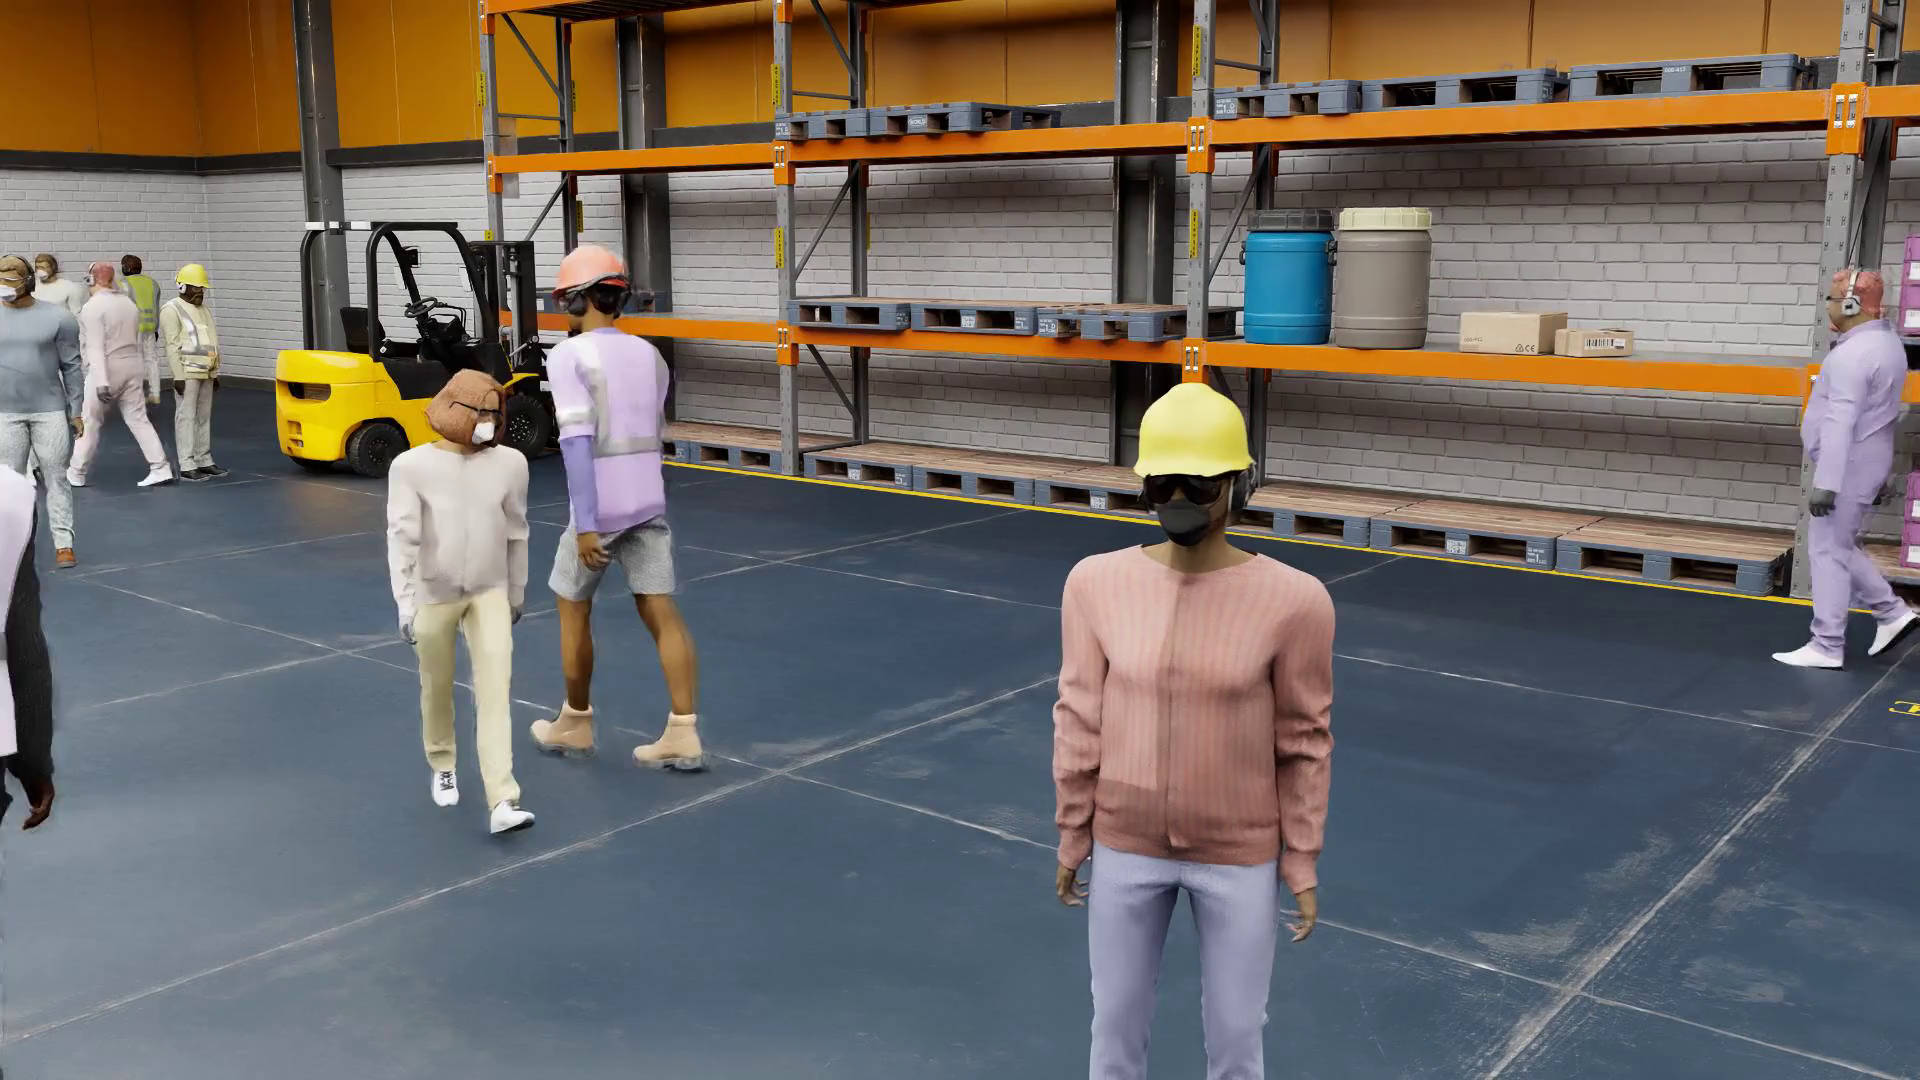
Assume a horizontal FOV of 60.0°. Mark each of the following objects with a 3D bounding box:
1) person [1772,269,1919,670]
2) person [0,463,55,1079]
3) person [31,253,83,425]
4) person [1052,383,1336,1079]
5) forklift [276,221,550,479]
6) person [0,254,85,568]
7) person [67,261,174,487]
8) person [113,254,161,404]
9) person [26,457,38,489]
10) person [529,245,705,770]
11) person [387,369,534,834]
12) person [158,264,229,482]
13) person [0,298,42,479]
[{"bbox_3d":[4.182,-0.312,7.780,0.485,1.894,0.657,8,13,39],"label":"person"},{"bbox_3d":[-2.120,0.473,3.414,0.734,1.898,0.598,6,12,32],"label":"person"},{"bbox_3d":[-9.727,-2.136,17.889,0.647,1.898,1.013,0,10,0],"label":"person"},{"bbox_3d":[0.426,0.587,3.140,0.526,1.769,0.328,3,11,18],"label":"person"},{"bbox_3d":[-4.922,-1.741,14.854,1.214,2.155,2.313,8,13,38],"label":"forklift"},{"bbox_3d":[-5.713,-0.774,10.211,0.630,1.936,0.369,-4,11,-21],"label":"person"},{"bbox_3d":[-6.958,-1.341,13.588,0.991,1.855,0.643,2,10,9],"label":"person"},{"bbox_3d":[-10.111,-2.571,20.423,0.429,1.847,0.627,4,11,23],"label":"person"},{"bbox_3d":[-7.921,-1.309,13.360,0.984,1.868,0.589,3,11,15],"label":"person"},{"bbox_3d":[-1.352,-0.119,6.397,0.946,1.991,0.637,7,12,35],"label":"person"},{"bbox_3d":[-1.697,0.210,5.720,0.514,1.578,0.878,-6,12,-29],"label":"person"},{"bbox_3d":[-6.458,-1.410,14.054,0.404,1.822,0.586,1,10,7],"label":"person"},{"bbox_3d":[-8.027,-1.418,14.095,0.403,1.826,0.592,-3,11,-16],"label":"person"}]
